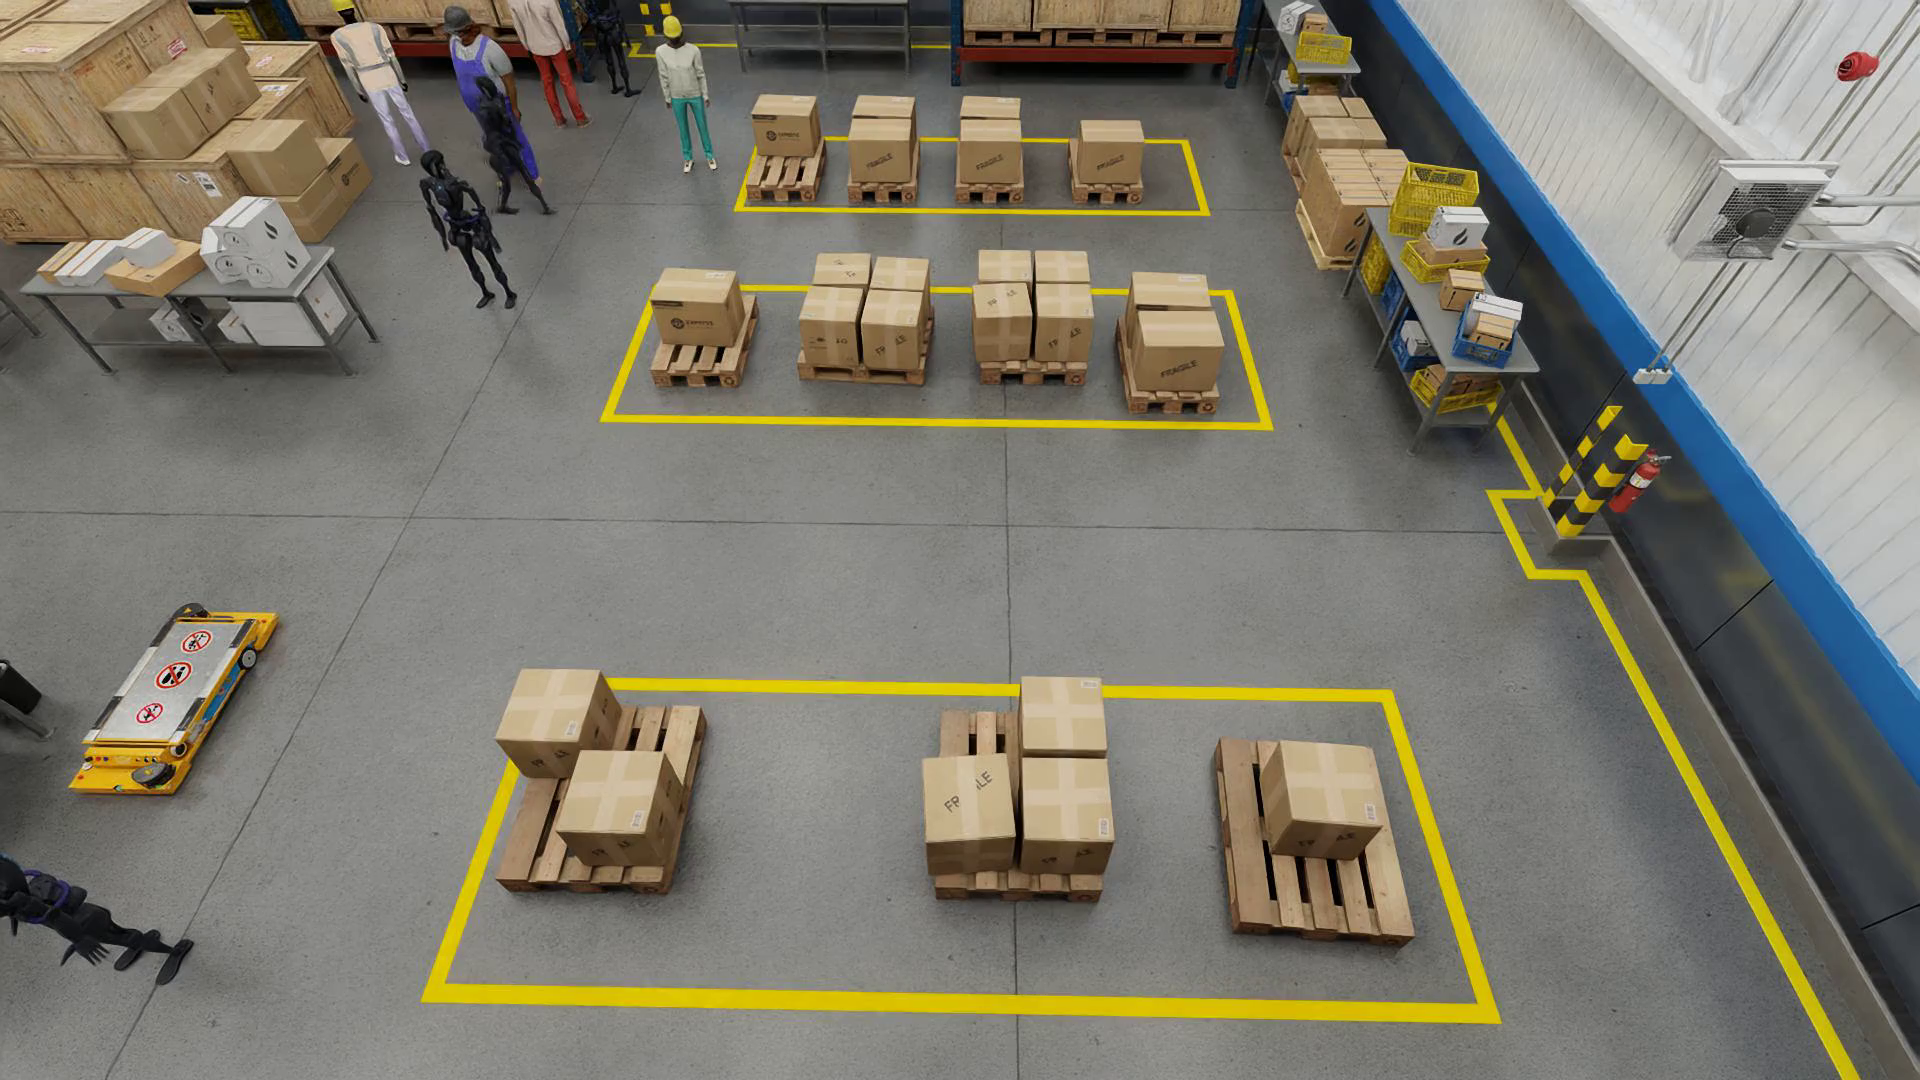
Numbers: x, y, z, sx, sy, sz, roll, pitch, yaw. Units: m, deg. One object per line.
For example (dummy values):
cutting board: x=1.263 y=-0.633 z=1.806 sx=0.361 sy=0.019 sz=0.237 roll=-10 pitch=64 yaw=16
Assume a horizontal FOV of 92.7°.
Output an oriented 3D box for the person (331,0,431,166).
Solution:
person: x=-6.923 y=-5.468 z=10.917 sx=0.582 sy=1.918 sz=0.405 roll=-31 pitch=56 yaw=-23

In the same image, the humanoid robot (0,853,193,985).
humanoid robot: x=-4.746 y=1.964 z=4.772 sx=0.599 sy=1.657 sz=0.331 roll=14 pitch=51 yaw=11

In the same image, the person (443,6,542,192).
person: x=-5.343 y=-4.969 z=10.412 sx=0.674 sy=2.000 sz=0.537 roll=14 pitch=51 yaw=12

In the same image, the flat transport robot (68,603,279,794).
flat transport robot: x=-5.504 y=1.072 z=6.442 sx=0.652 sy=0.197 sz=1.431 roll=1 pitch=50 yaw=1

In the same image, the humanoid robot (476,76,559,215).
humanoid robot: x=-5.064 y=-4.341 z=10.155 sx=0.776 sy=1.609 sz=0.667 roll=10 pitch=50 yaw=8

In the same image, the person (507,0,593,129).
person: x=-5.150 y=-6.160 z=11.449 sx=0.616 sy=1.994 sz=0.378 roll=2 pitch=50 yaw=2

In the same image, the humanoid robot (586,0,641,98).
humanoid robot: x=-4.685 y=-6.822 z=12.207 sx=0.590 sy=1.657 sz=0.328 roll=25 pitch=54 yaw=20

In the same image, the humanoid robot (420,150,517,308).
humanoid robot: x=-4.827 y=-3.014 z=8.987 sx=0.590 sy=1.654 sz=0.328 roll=3 pitch=50 yaw=2

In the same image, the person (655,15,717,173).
person: x=-3.227 y=-5.239 z=10.819 sx=0.523 sy=1.768 sz=0.316 roll=-7 pitch=50 yaw=-6
